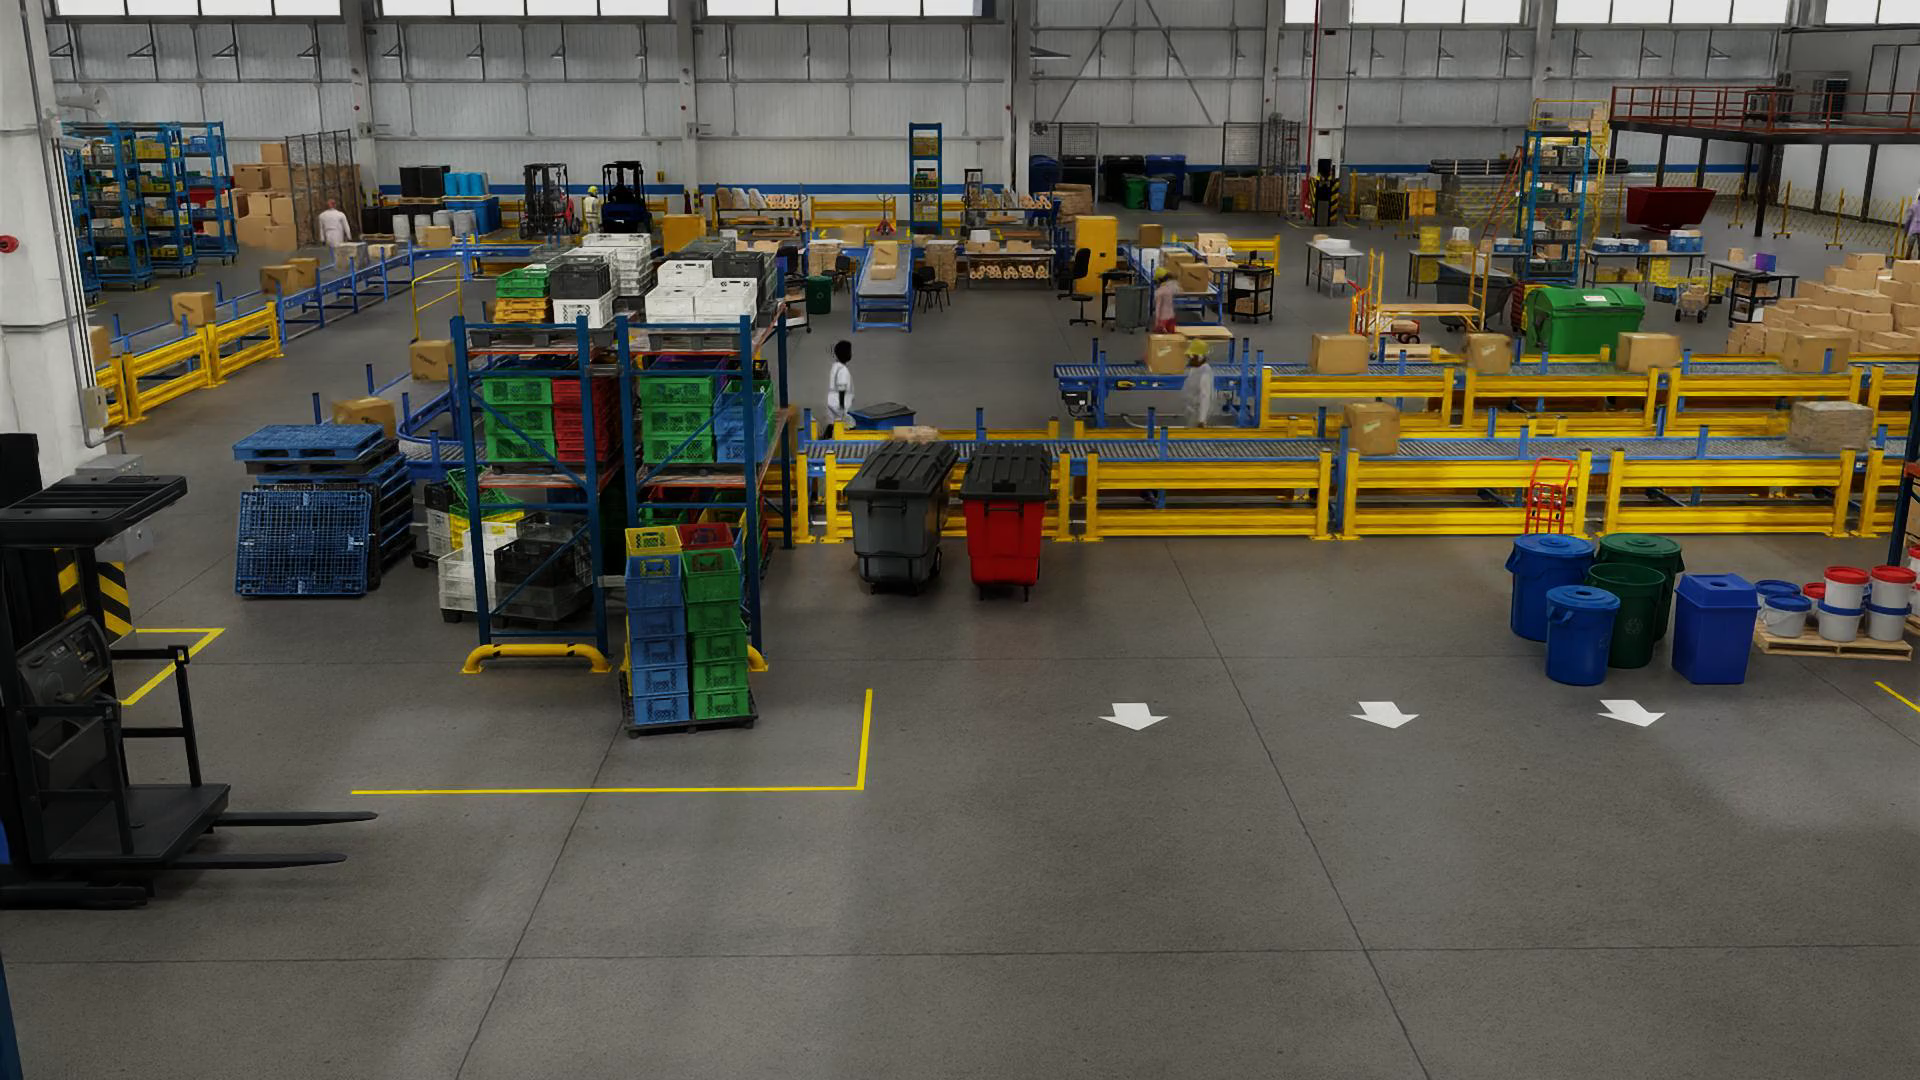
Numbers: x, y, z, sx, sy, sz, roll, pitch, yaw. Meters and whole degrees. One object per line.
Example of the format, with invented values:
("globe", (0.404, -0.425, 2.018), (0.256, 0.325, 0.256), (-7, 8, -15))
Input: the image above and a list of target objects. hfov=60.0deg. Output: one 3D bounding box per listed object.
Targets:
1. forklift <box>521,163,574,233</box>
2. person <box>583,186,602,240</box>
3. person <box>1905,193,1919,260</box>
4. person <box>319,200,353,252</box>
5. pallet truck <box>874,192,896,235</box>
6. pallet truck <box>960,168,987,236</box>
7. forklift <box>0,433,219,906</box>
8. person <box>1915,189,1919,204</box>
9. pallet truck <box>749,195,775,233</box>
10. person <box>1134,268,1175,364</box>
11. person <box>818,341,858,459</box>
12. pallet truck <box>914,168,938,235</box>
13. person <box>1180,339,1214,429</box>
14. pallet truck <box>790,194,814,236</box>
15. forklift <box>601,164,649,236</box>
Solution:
("forklift", (-12.233, -10.122, 49.298), (1.157, 1.987, 2.680), (0, 16, -1))
("person", (-9.905, -8.656, 45.035), (0.600, 1.827, 0.403), (11, 19, 34))
("person", (23.772, -7.669, 41.243), (0.609, 2.034, 0.397), (8, 18, 26))
("person", (-15.071, -7.285, 40.235), (0.662, 1.854, 1.004), (2, 16, 7))
("pallet truck", (-2.277, -9.986, 50.594), (0.653, 1.274, 1.630), (0, 16, -1))
("pallet truck", (0.383, -10.230, 50.206), (0.823, 1.965, 1.885), (-1, 16, -3))
("forklift", (-5.952, 0.780, 10.366), (1.873, 2.768, 1.129), (0, 16, -1))
("person", (27.997, -9.610, 48.331), (0.589, 1.848, 0.958), (1, 16, 3))
("pallet truck", (-6.051, -9.967, 50.660), (0.680, 1.201, 1.601), (0, 16, -1))
("person", (3.382, -3.728, 28.098), (0.542, 1.719, 0.821), (-14, 21, -39))
("person", (-1.467, -1.728, 21.265), (0.861, 1.644, 0.551), (-5, 17, -17))
("pallet truck", (-0.989, -10.316, 50.507), (0.823, 1.965, 1.885), (1, 16, 3))
("person", (2.980, -1.587, 20.494), (0.614, 1.810, 0.604), (0, 16, -1))
("pallet truck", (-4.814, -9.883, 50.259), (0.704, 1.261, 1.522), (-1, 16, -3))
("forklift", (-9.948, -10.127, 49.296), (1.157, 1.987, 2.680), (-1, 16, -3))
